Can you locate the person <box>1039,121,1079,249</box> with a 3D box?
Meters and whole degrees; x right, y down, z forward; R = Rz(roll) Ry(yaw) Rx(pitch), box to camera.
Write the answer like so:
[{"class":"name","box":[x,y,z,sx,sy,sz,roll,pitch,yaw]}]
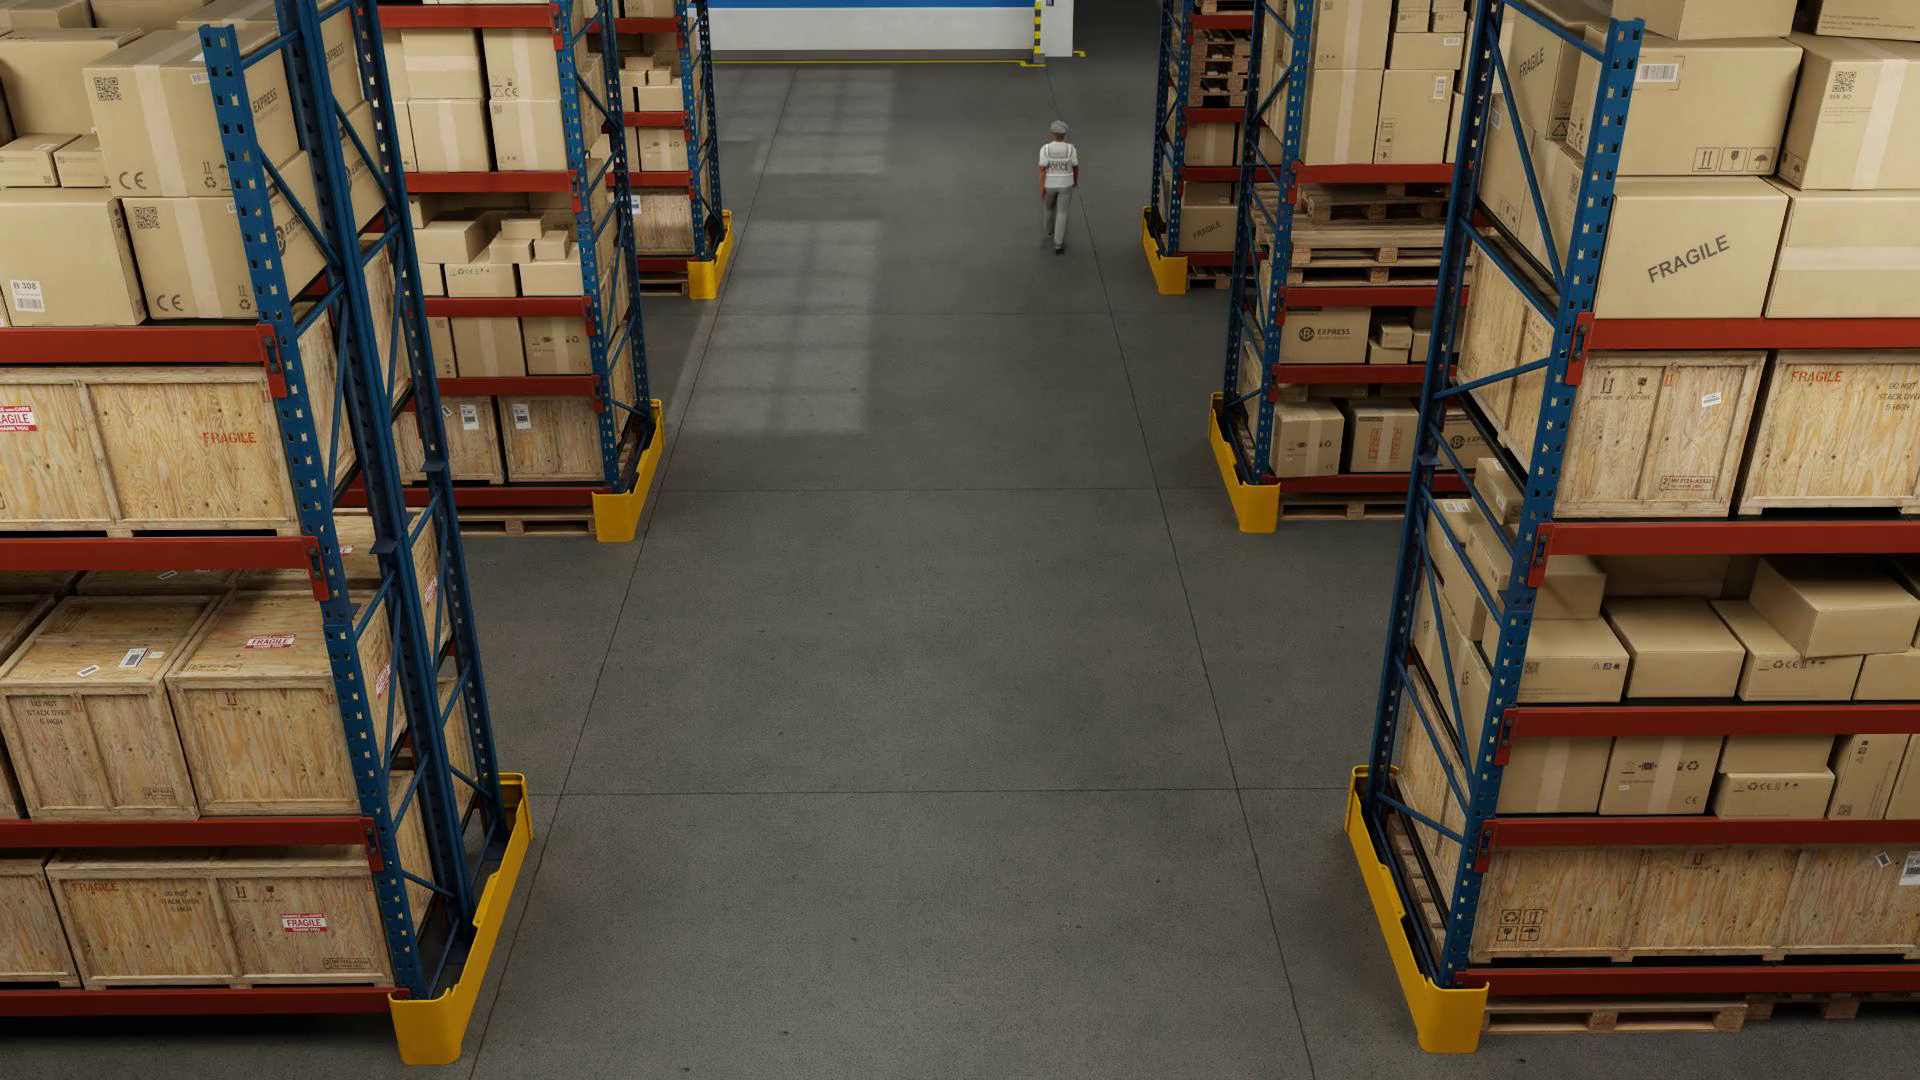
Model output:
[{"class":"person","box":[1.380,-4.987,23.174,0.532,1.733,1.013,4,29,8]}]
